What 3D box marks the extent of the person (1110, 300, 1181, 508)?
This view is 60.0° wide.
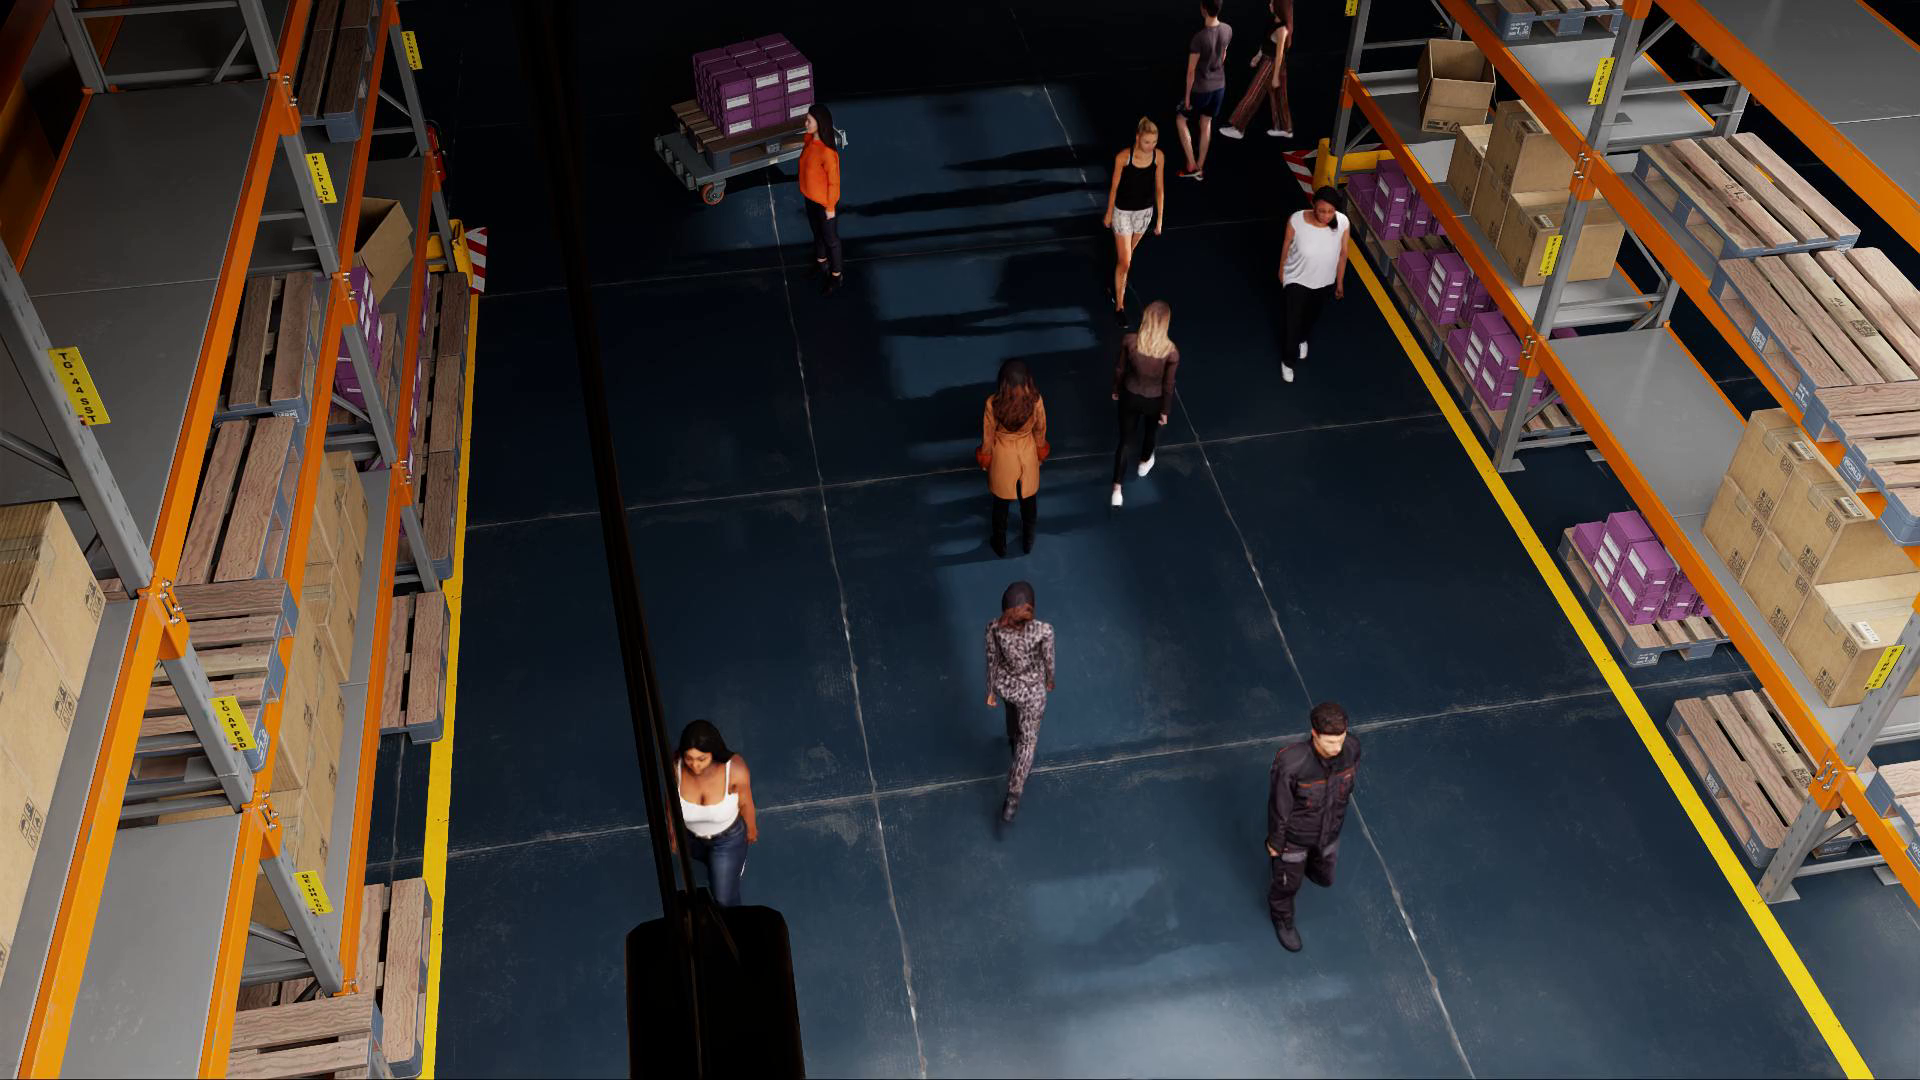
[{"bbox_3d":[1.302,-0.960,12.132,0.981,1.672,1.175,12,45,12],"label":"person"}]

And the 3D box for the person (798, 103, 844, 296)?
[{"bbox_3d":[-1.172,-2.903,14.116,0.758,1.748,0.624,-24,49,-23],"label":"person"}]

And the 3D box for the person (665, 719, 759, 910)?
[{"bbox_3d":[-1.385,1.574,9.402,0.939,1.769,1.280,7,44,8],"label":"person"}]

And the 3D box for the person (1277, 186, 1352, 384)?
[{"bbox_3d":[2.817,-2.161,13.397,0.719,1.666,0.893,-2,44,-3],"label":"person"}]

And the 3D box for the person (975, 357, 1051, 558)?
[{"bbox_3d":[0.377,-0.571,11.684,0.688,1.726,0.587,-5,44,-5],"label":"person"}]

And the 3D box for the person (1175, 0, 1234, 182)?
[{"bbox_3d":[2.303,-4.130,15.335,0.746,1.843,0.738,-20,47,-20],"label":"person"}]

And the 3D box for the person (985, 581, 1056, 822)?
[{"bbox_3d":[0.354,0.973,10.096,0.895,1.682,1.181,11,45,12],"label":"person"}]

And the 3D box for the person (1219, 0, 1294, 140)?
[{"bbox_3d":[3.067,-4.557,16.007,0.814,1.535,0.965,5,44,5],"label":"person"}]

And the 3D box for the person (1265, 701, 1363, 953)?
[{"bbox_3d":[1.900,1.526,9.335,0.789,1.930,0.920,-14,45,-15],"label":"person"}]

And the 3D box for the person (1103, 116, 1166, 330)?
[{"bbox_3d":[1.423,-2.785,13.945,0.648,1.813,0.916,-8,44,-8],"label":"person"}]
